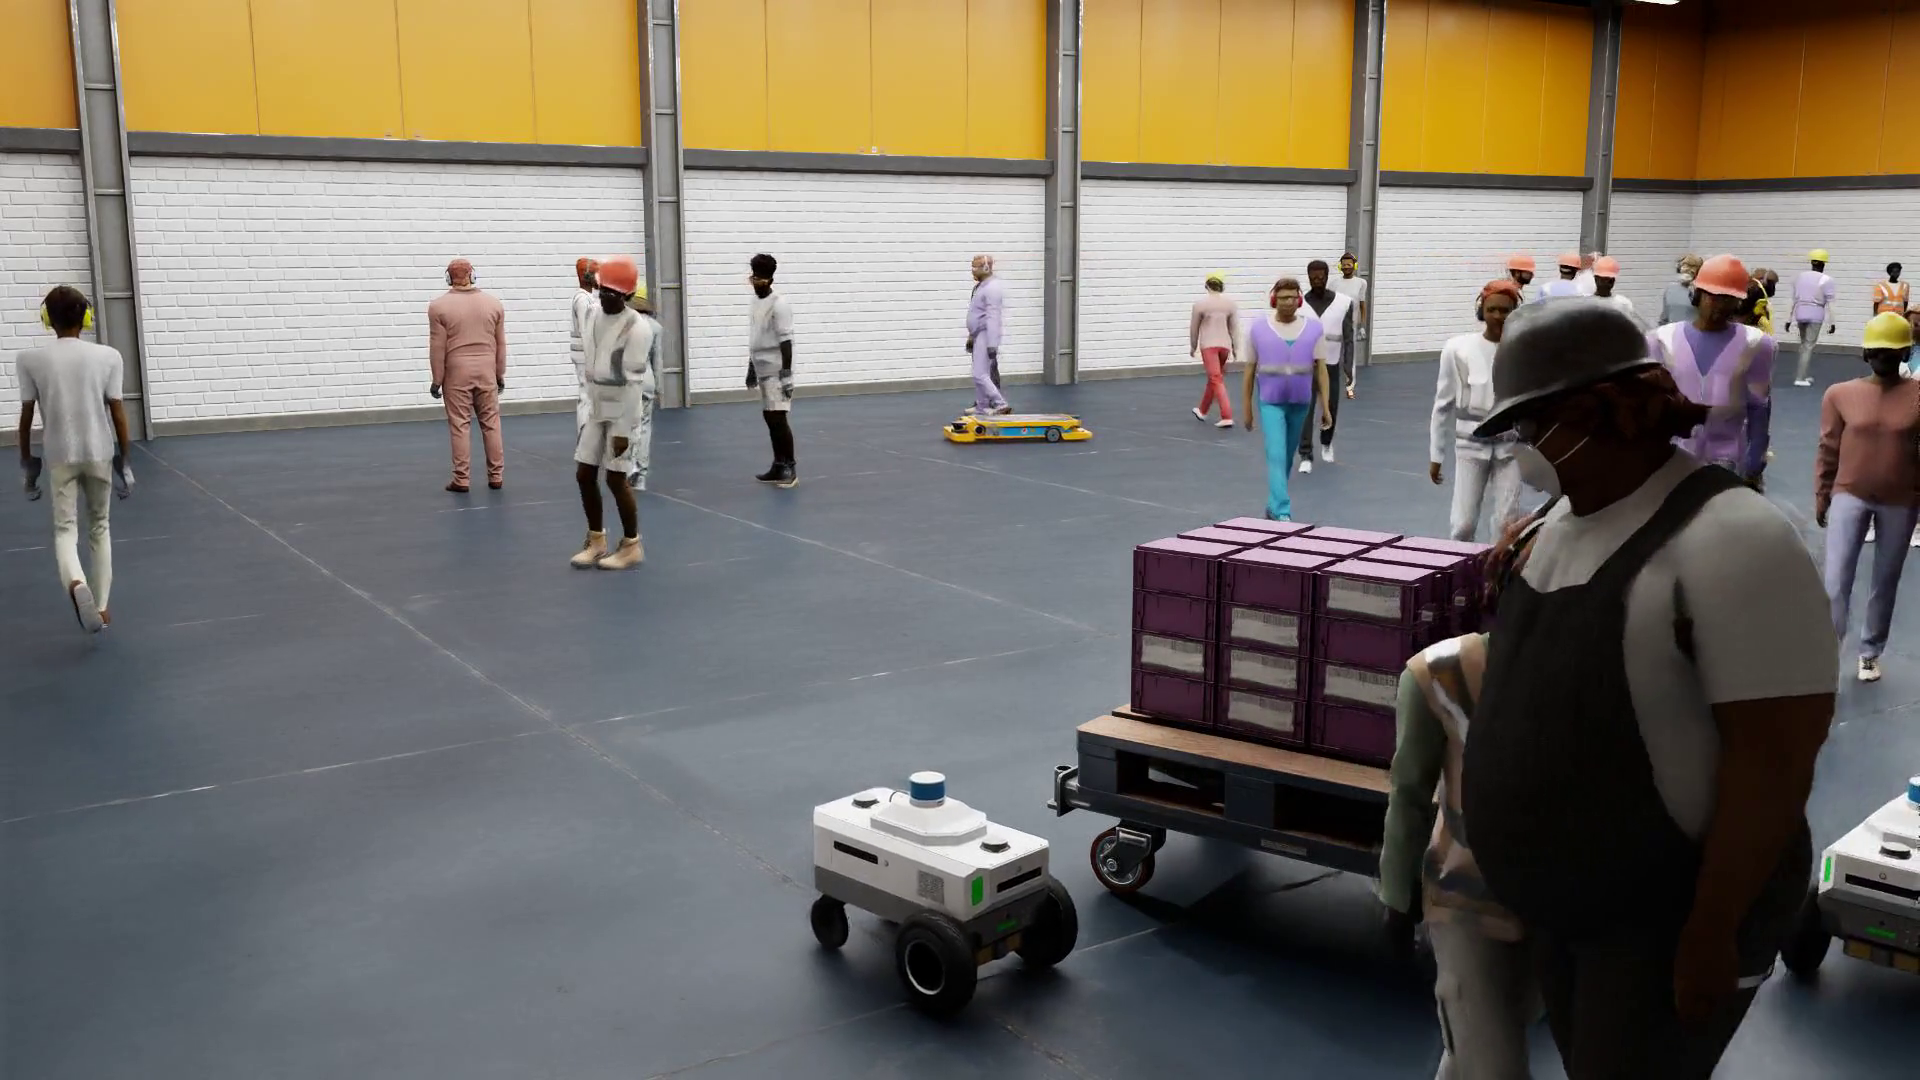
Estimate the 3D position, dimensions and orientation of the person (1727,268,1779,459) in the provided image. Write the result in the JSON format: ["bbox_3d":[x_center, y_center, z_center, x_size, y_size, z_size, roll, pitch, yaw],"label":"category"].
[{"bbox_3d":[7.404,-1.694,15.845,0.669,1.799,0.831,-9,14,-41],"label":"person"}]

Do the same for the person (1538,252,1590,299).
[{"bbox_3d":[6.662,-2.224,18.421,0.562,1.908,0.624,7,12,32],"label":"person"}]

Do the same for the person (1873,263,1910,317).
[{"bbox_3d":[14.470,-3.458,25.819,0.555,1.667,0.719,2,10,9],"label":"person"}]

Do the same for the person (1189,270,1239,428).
[{"bbox_3d":[2.779,-2.104,18.322,0.513,1.695,0.943,-4,11,-22],"label":"person"}]

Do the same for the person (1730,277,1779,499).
[{"bbox_3d":[4.481,-0.584,9.609,0.573,1.845,0.500,-9,14,-40],"label":"person"}]

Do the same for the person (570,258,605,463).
[{"bbox_3d":[-3.423,-1.655,15.378,0.355,1.883,0.575,-3,11,-15],"label":"person"}]

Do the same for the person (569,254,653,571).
[{"bbox_3d":[-2.135,-0.761,10.227,0.705,1.975,0.509,8,13,39],"label":"person"}]

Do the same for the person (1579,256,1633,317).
[{"bbox_3d":[5.788,-1.621,15.115,0.557,1.916,0.762,4,11,21],"label":"person"}]

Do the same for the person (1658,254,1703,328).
[{"bbox_3d":[7.243,-1.887,16.592,0.483,1.912,0.715,-4,11,-22],"label":"person"}]

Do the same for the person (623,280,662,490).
[{"bbox_3d":[-2.693,-1.273,13.696,0.509,1.722,0.373,-8,13,-36],"label":"person"}]

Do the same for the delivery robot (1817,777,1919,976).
[{"bbox_3d":[2.712,0.912,4.690,0.707,0.478,0.477,-10,14,-44],"label":"delivery robot"}]

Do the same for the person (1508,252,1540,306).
[{"bbox_3d":[5.635,-1.941,16.854,0.579,1.915,0.556,5,11,23],"label":"person"}]

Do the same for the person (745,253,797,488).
[{"bbox_3d":[-1.599,-1.406,13.871,0.393,1.946,0.765,-6,12,-28],"label":"person"}]

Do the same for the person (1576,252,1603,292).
[{"bbox_3d":[8.316,-2.904,22.225,0.801,1.886,0.656,2,10,9],"label":"person"}]

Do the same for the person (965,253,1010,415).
[{"bbox_3d":[0.248,-2.200,18.330,0.462,1.896,0.672,-1,10,-6],"label":"person"}]

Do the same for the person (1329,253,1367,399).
[{"bbox_3d":[4.961,-2.749,21.406,0.519,1.873,0.328,3,11,16],"label":"person"}]

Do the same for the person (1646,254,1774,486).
[{"bbox_3d":[3.725,-0.437,8.414,0.631,1.986,1.029,5,12,27],"label":"person"}]

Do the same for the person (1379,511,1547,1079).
[{"bbox_3d":[1.082,0.716,3.206,0.526,1.578,0.897,-1,10,-7],"label":"person"}]

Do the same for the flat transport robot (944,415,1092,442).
[{"bbox_3d":[0.585,-1.158,17.077,1.431,0.197,0.652,-1,10,-8],"label":"flat transport robot"}]

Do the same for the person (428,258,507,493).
[{"bbox_3d":[-4.026,-1.340,13.604,0.636,1.903,0.405,-7,13,-35],"label":"person"}]

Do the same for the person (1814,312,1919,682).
[{"bbox_3d":[4.174,-0.156,7.578,0.528,1.737,0.817,6,12,28],"label":"person"}]

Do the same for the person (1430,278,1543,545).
[{"bbox_3d":[2.832,-0.463,8.895,0.616,1.868,0.496,3,11,16],"label":"person"}]

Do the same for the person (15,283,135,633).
[{"bbox_3d":[-4.579,-0.400,8.622,0.533,1.848,0.756,-6,12,-30],"label":"person"}]

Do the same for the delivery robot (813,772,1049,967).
[{"bbox_3d":[-0.093,0.904,4.736,0.707,0.478,0.477,10,14,43],"label":"delivery robot"}]

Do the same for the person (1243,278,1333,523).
[{"bbox_3d":[2.300,-0.949,11.777,0.576,1.794,0.975,-1,10,-5],"label":"person"}]

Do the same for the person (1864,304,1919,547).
[{"bbox_3d":[6.400,-0.772,11.211,0.512,1.639,0.311,8,13,37],"label":"person"}]

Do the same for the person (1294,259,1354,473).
[{"bbox_3d":[3.226,-1.574,14.938,0.598,1.889,0.852,2,11,12],"label":"person"}]

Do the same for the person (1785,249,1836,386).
[{"bbox_3d":[11.945,-3.100,23.228,0.773,1.900,0.624,-7,12,-34],"label":"person"}]

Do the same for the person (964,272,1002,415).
[{"bbox_3d":[0.284,-2.350,19.290,0.328,1.844,0.511,-7,13,-35],"label":"person"}]
